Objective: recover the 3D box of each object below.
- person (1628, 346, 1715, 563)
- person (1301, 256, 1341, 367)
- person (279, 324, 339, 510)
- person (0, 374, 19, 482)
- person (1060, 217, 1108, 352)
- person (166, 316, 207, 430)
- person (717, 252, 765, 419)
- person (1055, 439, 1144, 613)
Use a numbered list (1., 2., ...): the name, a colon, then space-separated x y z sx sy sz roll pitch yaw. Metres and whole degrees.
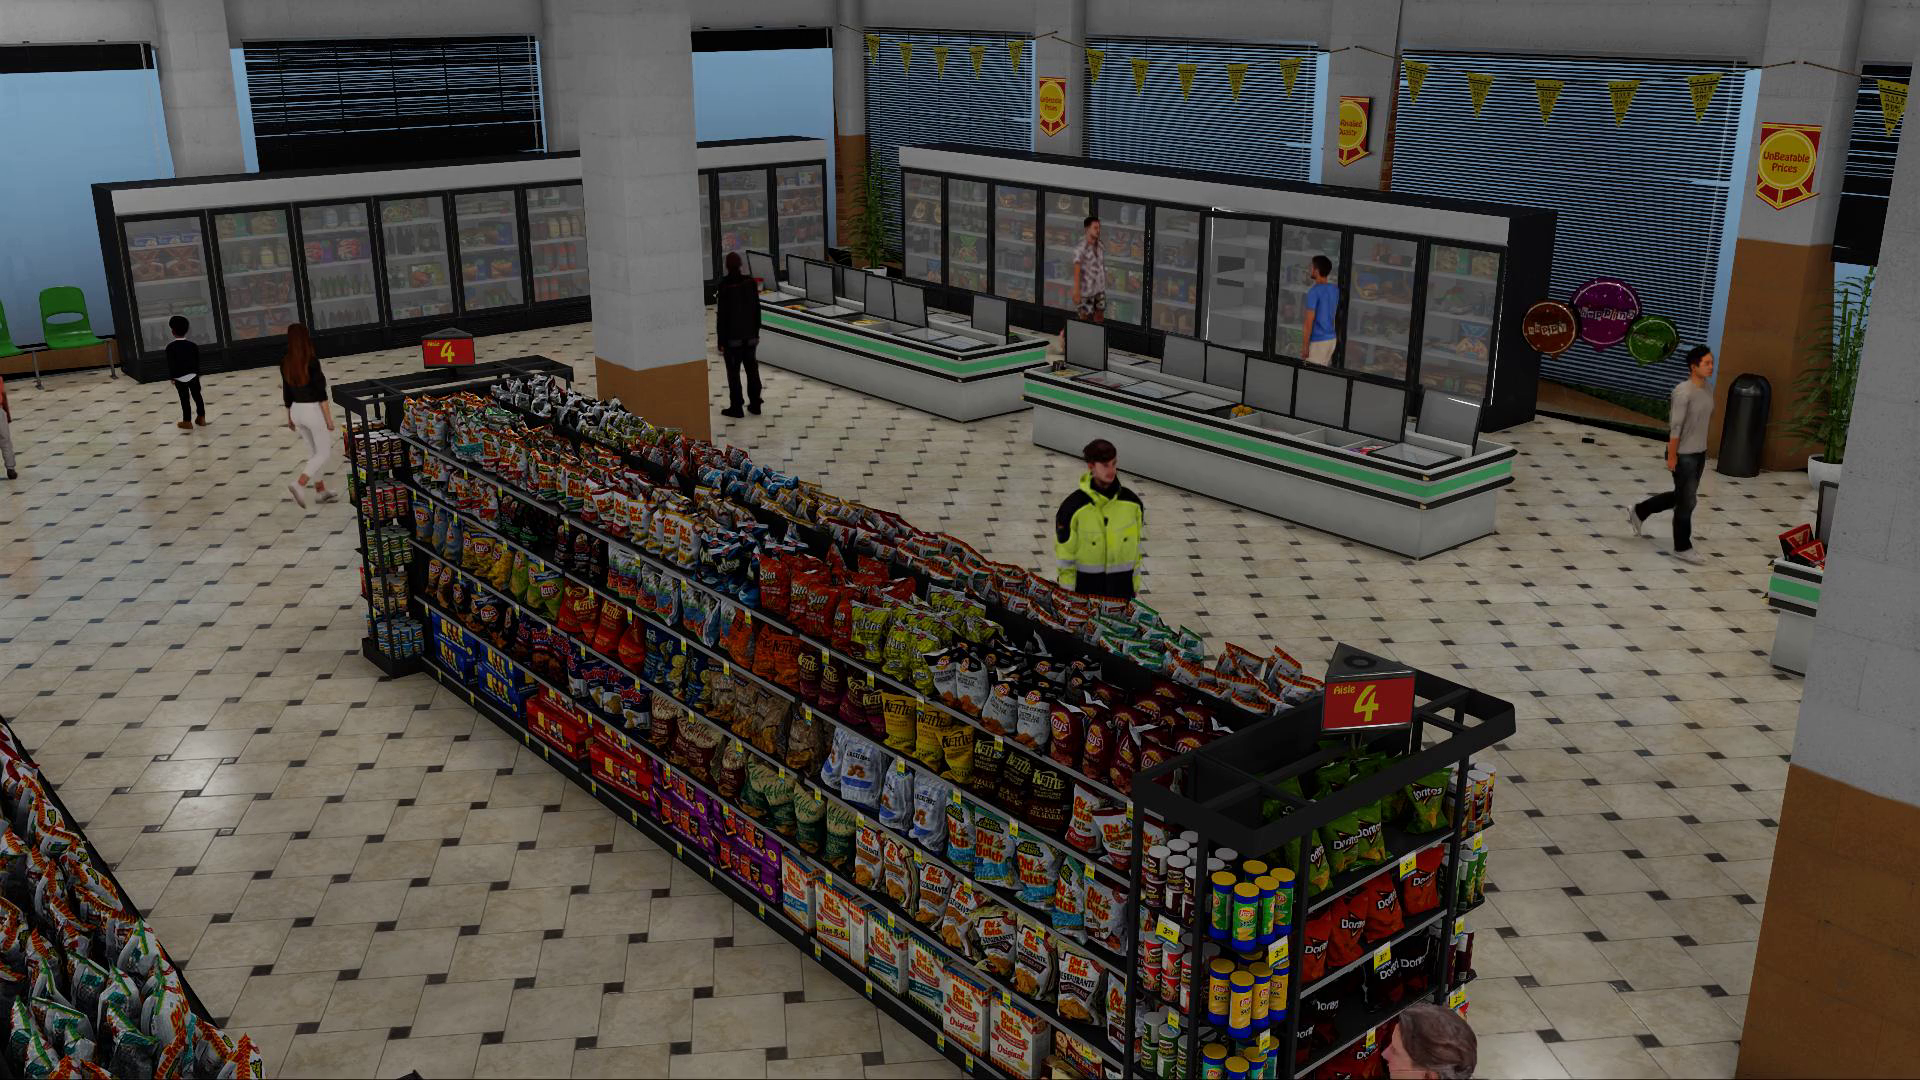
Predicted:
1. person: 5.962 -0.733 13.849 0.650 1.791 0.986 -14 23 -36
2. person: 3.917 -2.080 17.773 0.668 1.838 1.068 -17 25 -40
3. person: -5.951 -1.099 15.099 0.965 1.686 0.921 7 20 19
4. person: -9.328 -1.204 16.000 0.465 1.311 0.449 -15 24 -38
5. person: 1.588 -3.204 21.174 0.663 1.795 0.924 -16 24 -39
6. person: -8.355 -1.816 17.945 0.555 1.227 0.543 14 23 36
7. person: -2.435 -2.272 18.364 0.706 1.823 0.592 -13 23 -35
8. person: 0.843 0.285 10.549 0.886 1.972 0.853 -7 20 -21
